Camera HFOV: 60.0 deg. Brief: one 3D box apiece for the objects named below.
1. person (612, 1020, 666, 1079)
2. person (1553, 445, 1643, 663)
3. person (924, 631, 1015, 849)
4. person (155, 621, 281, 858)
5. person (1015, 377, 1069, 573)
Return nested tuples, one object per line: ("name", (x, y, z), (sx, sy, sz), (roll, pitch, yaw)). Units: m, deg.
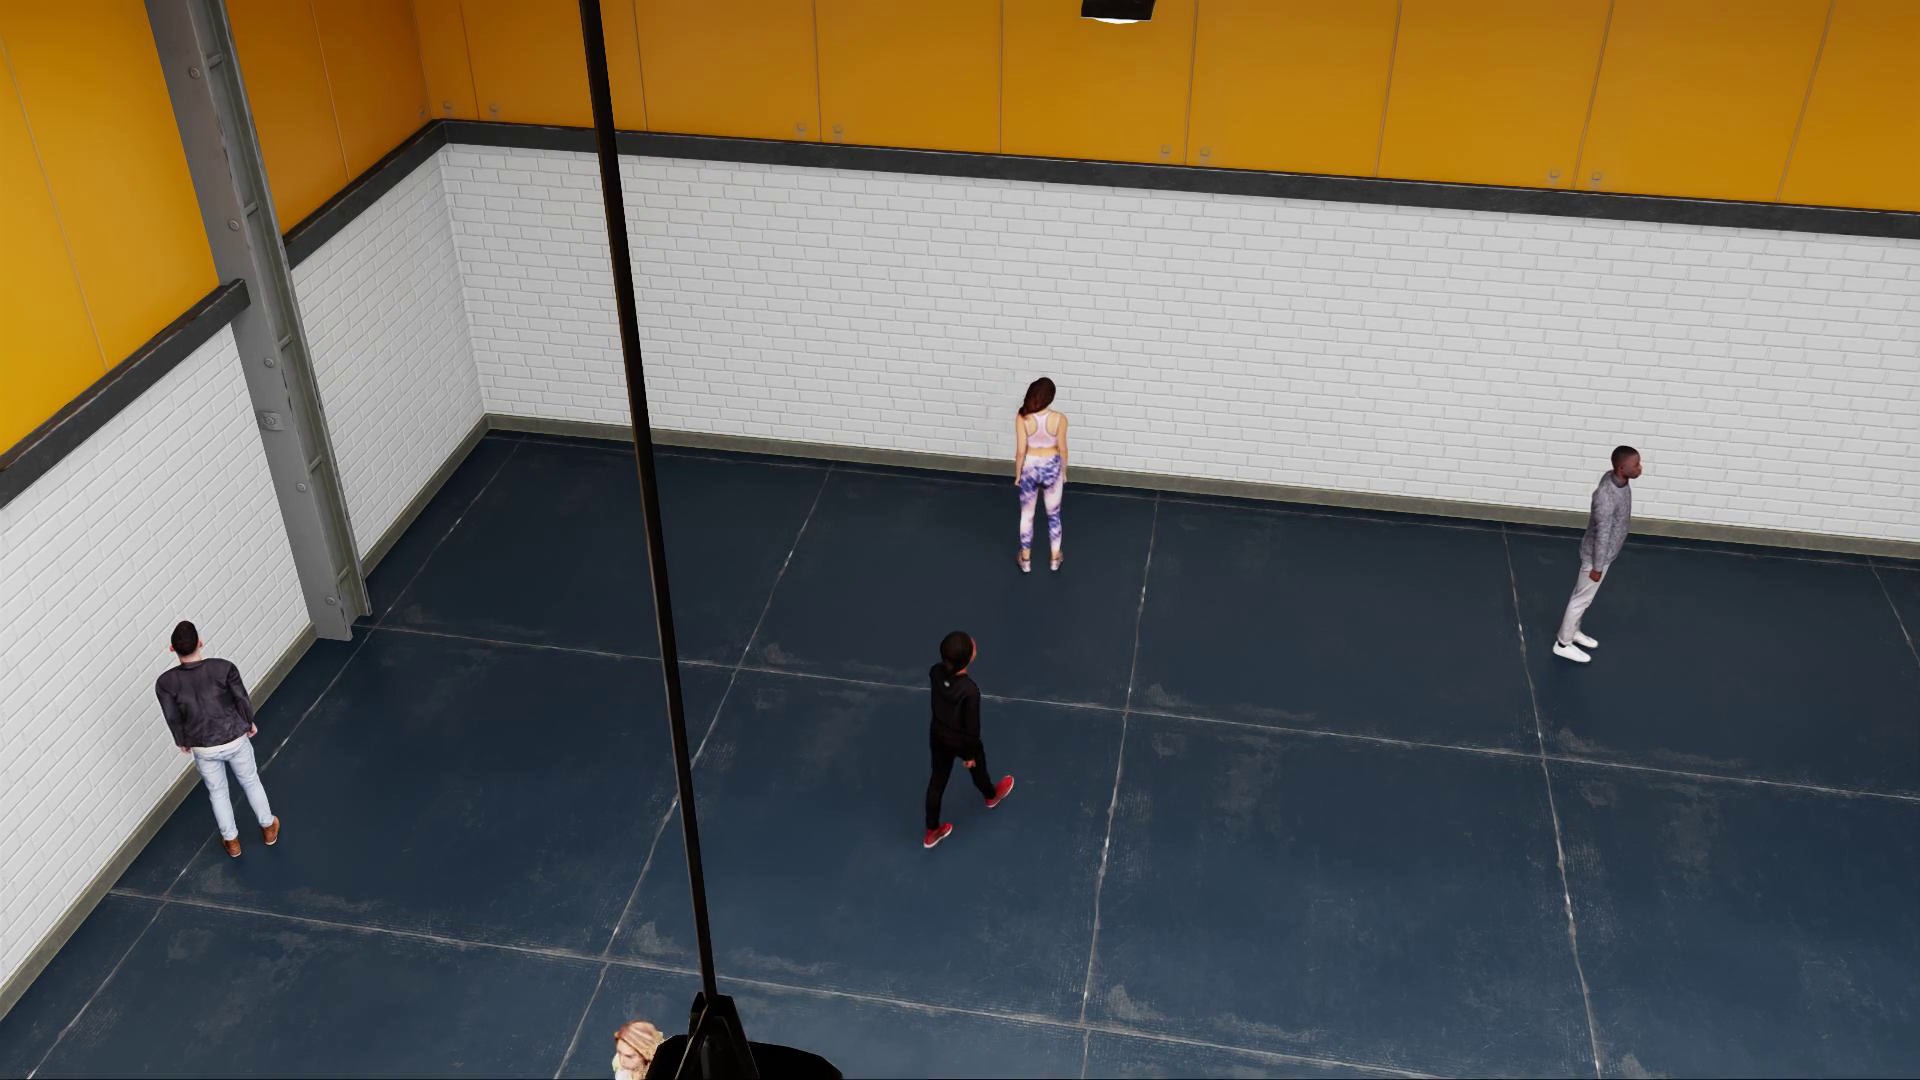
("person", (-1.429, 2.966, 8.348), (0.863, 1.657, 1.240), (16, 37, 22))
("person", (4.797, 0.074, 12.538), (0.785, 1.835, 0.588), (16, 37, 22))
("person", (-0.090, 1.334, 10.819), (0.906, 1.639, 1.111), (24, 40, 31))
("person", (-4.780, 1.281, 10.720), (0.738, 1.837, 0.760), (-15, 37, -22))
("person", (0.656, -0.535, 13.516), (0.629, 1.767, 0.584), (-1, 34, -1))
